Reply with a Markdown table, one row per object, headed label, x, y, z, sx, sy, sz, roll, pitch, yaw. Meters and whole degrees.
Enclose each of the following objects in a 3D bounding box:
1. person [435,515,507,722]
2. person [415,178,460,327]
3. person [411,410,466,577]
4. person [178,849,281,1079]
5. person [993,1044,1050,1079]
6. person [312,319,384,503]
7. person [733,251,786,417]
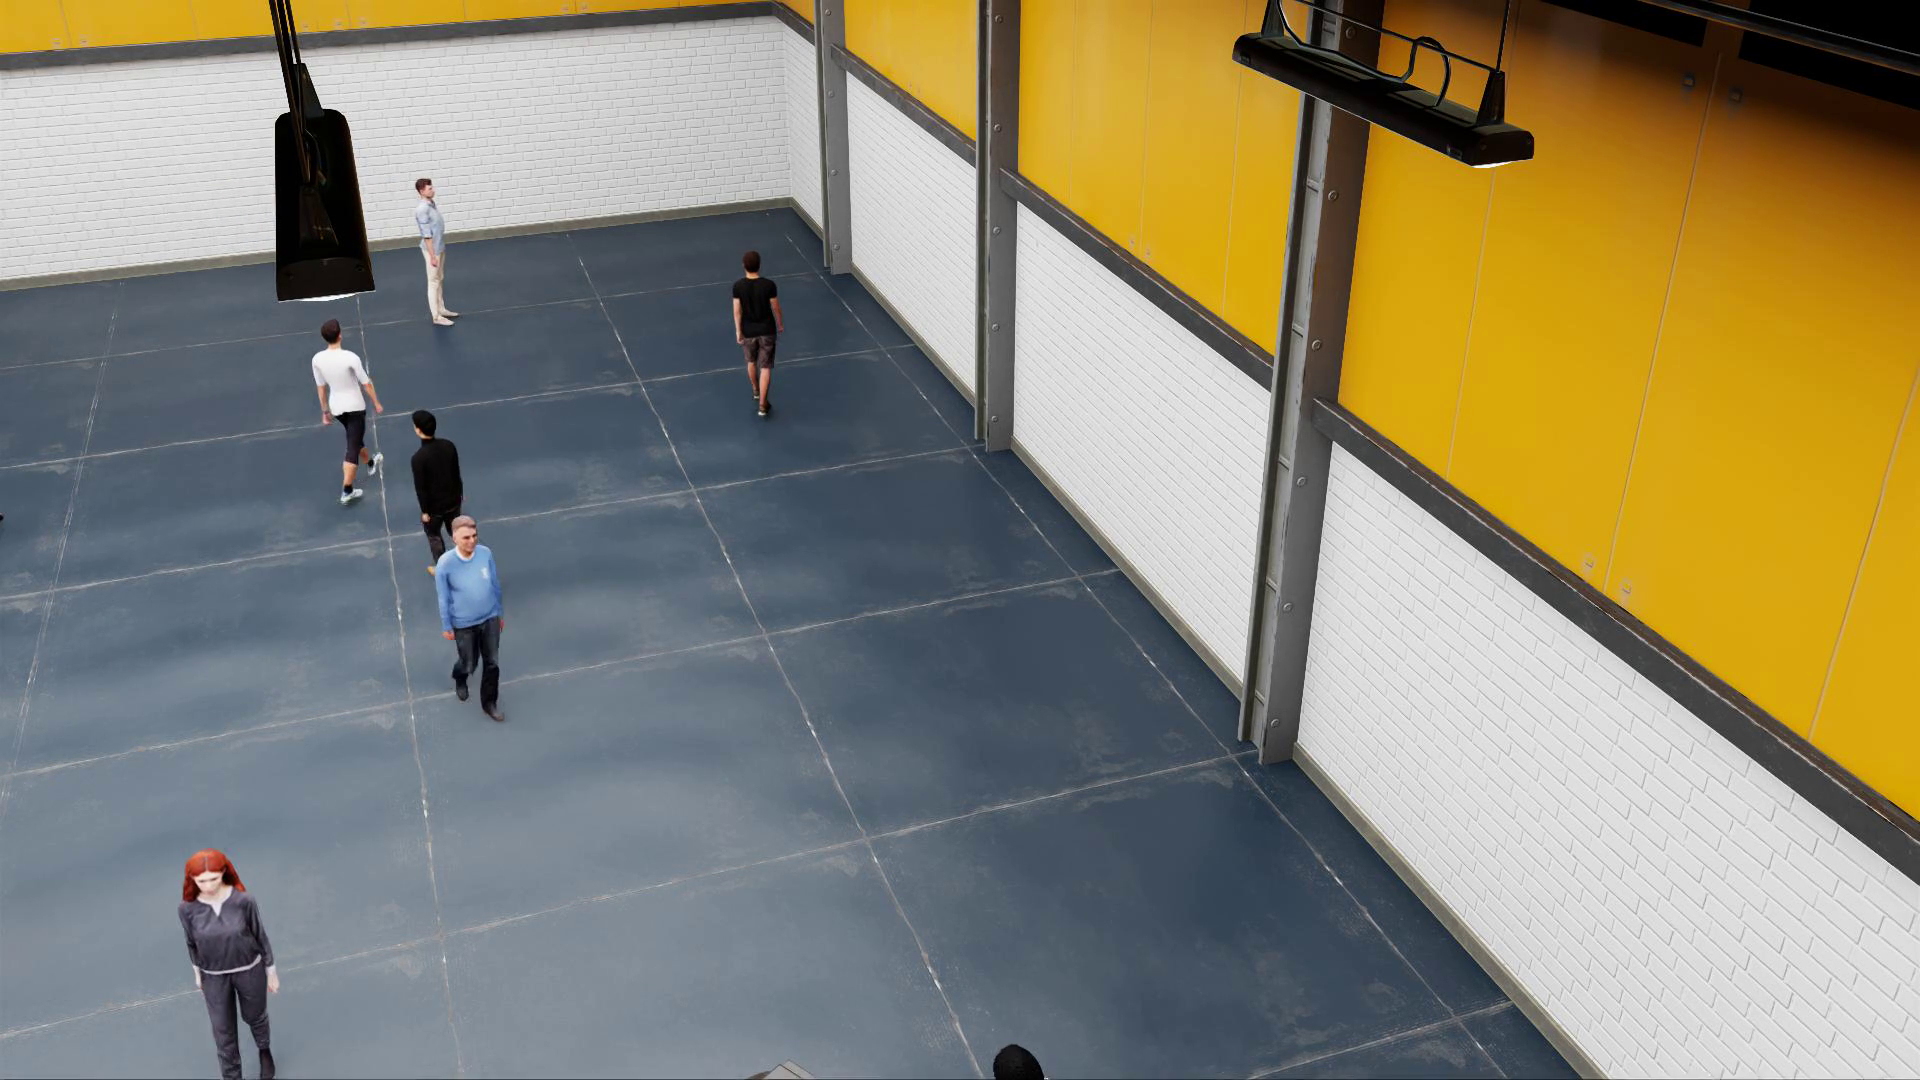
| label | x | y | z | sx | sy | sz | roll | pitch | yaw |
| --- | --- | --- | --- | --- | --- | --- | --- | --- | --- |
| person | -3.890 | 0.581 | 13.205 | 0.813 | 1.799 | 0.939 | -22 | 35 | -34 |
| person | -6.624 | -3.644 | 20.901 | 0.779 | 1.847 | 0.626 | 0 | 29 | 0 |
| person | -4.638 | -0.355 | 15.020 | 1.077 | 1.704 | 0.950 | 20 | 34 | 32 |
| person | -4.248 | 2.486 | 9.754 | 0.645 | 1.759 | 0.901 | -7 | 29 | -13 |
| person | 0.373 | 3.273 | 8.414 | 0.791 | 1.661 | 1.092 | -17 | 33 | -28 |
| person | -6.125 | -1.257 | 16.568 | 1.098 | 1.806 | 1.308 | 6 | 29 | 10 |
| person | -2.224 | -2.266 | 18.393 | 0.945 | 1.829 | 1.175 | 1 | 29 | 2 |
